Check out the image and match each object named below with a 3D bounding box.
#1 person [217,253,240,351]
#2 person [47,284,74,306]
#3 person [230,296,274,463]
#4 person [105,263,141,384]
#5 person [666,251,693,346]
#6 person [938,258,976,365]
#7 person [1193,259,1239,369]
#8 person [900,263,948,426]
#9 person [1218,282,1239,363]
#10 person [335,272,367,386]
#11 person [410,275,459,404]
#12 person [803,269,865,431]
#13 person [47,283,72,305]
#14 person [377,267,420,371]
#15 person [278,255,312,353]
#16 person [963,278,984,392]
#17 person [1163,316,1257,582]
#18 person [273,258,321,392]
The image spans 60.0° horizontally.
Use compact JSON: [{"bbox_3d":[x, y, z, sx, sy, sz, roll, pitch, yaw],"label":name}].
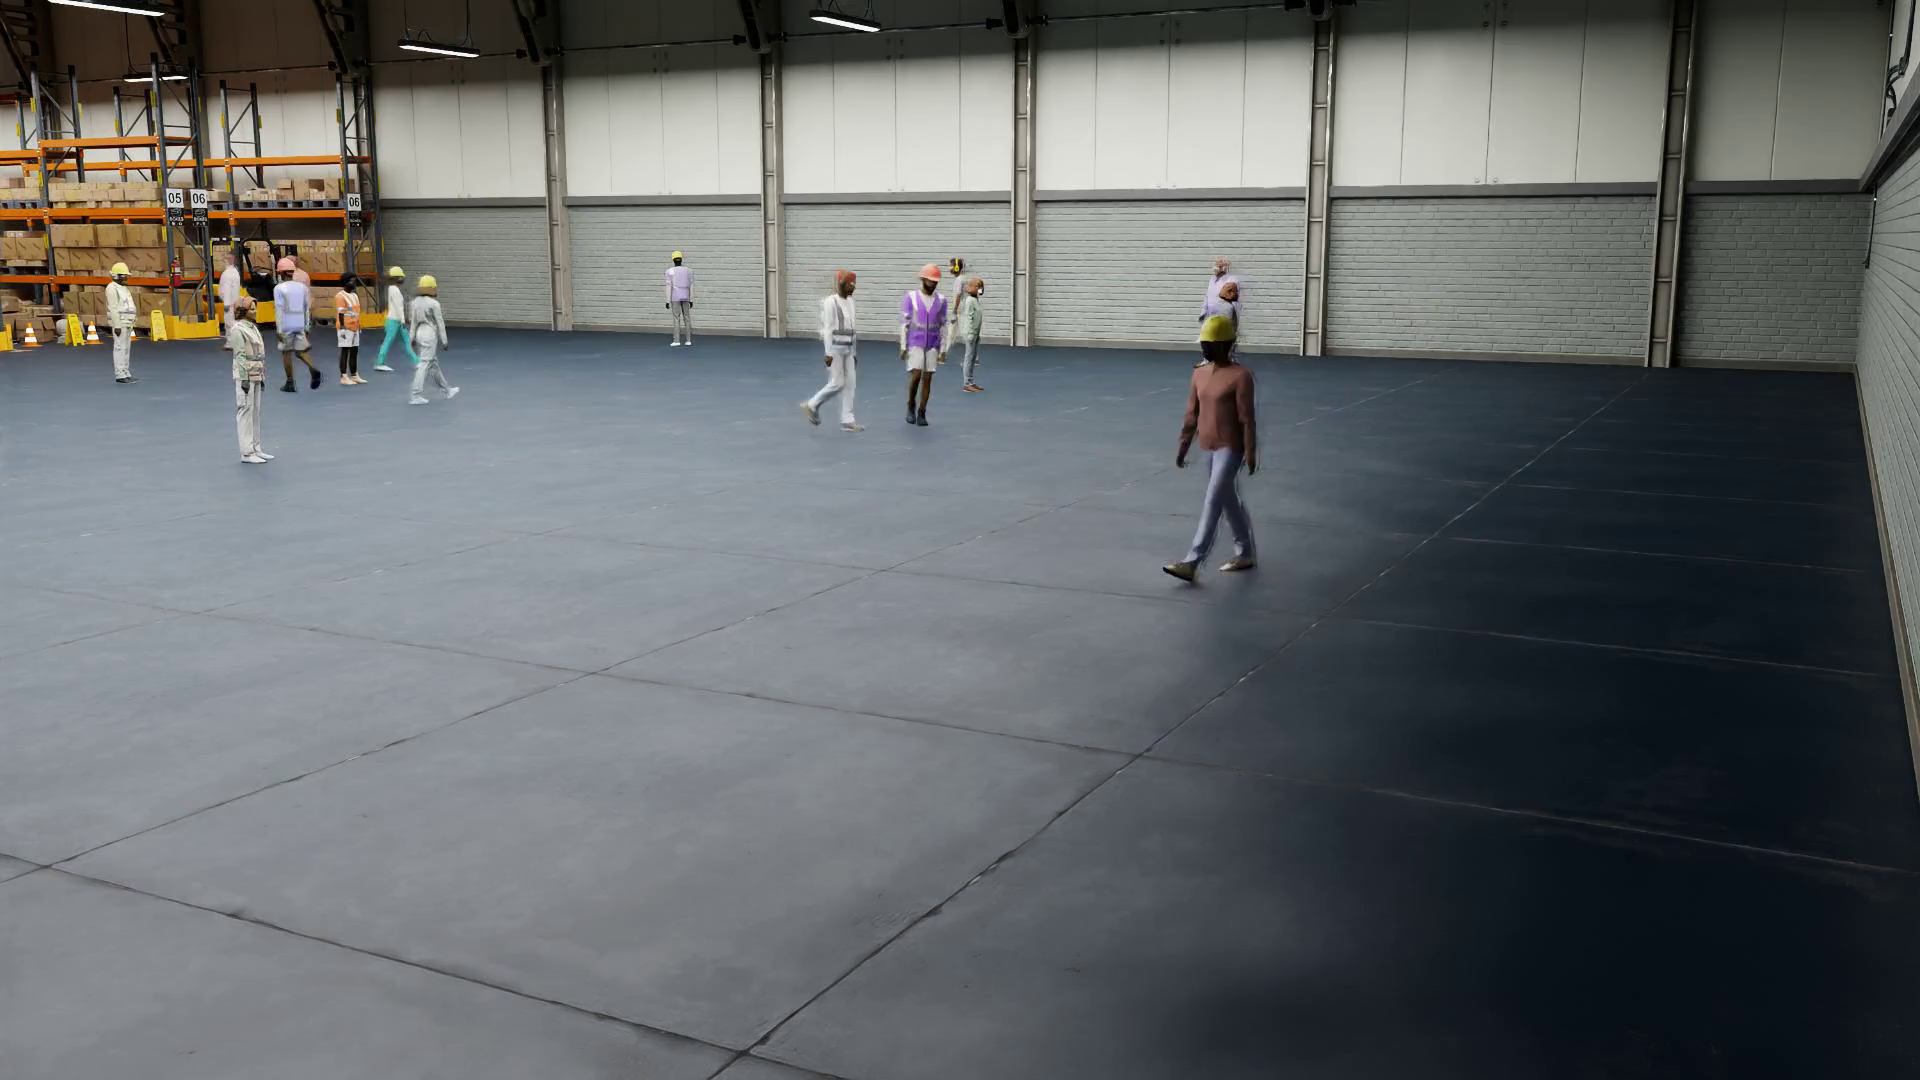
[{"bbox_3d":[-14.091,-4.615,32.315,0.693,1.893,0.640,-3,11,-14],"label":"person"},{"bbox_3d":[-23.355,-6.582,43.144,0.811,1.850,0.604,9,14,40],"label":"person"},{"bbox_3d":[-7.031,-1.582,16.464,0.309,1.641,0.513,-1,10,-7],"label":"person"},{"bbox_3d":[-12.650,-3.268,25.137,0.403,1.828,0.596,-2,11,-10],"label":"person"},{"bbox_3d":[-5.691,-4.883,33.711,0.586,1.917,0.380,-6,12,-31],"label":"person"},{"bbox_3d":[-0.138,-3.918,28.661,0.925,1.831,0.562,-1,10,-3],"label":"person"},{"bbox_3d":[4.331,-3.761,27.783,1.014,1.855,0.640,-4,11,-22],"label":"person"},{"bbox_3d":[-0.408,-2.288,19.566,0.575,1.911,0.442,-4,11,-18],"label":"person"},{"bbox_3d":[3.505,-2.560,21.815,0.283,1.633,0.501,-1,10,-7],"label":"person"},{"bbox_3d":[-9.157,-3.166,24.946,0.318,1.696,0.538,2,11,10],"label":"person"},{"bbox_3d":[-7.090,-2.695,22.352,0.504,1.691,0.913,6,12,31],"label":"person"},{"bbox_3d":[-1.438,-2.173,19.095,0.670,1.860,0.618,5,12,26],"label":"person"},{"bbox_3d":[-22.155,-6.270,40.936,1.036,2.000,0.688,6,12,31],"label":"person"},{"bbox_3d":[-9.286,-3.658,27.558,0.898,1.712,0.543,-4,11,-19],"label":"person"},{"bbox_3d":[-12.751,-4.520,31.881,0.969,1.867,0.656,7,12,33],"label":"person"},{"bbox_3d":[0.203,-2.956,23.975,0.286,1.631,0.502,3,11,14],"label":"person"},{"bbox_3d":[1.652,-0.593,10.868,0.920,1.716,0.552,-7,12,-32],"label":"person"},{"bbox_3d":[-9.482,-3.047,23.695,0.694,1.920,0.556,6,12,30],"label":"person"}]
